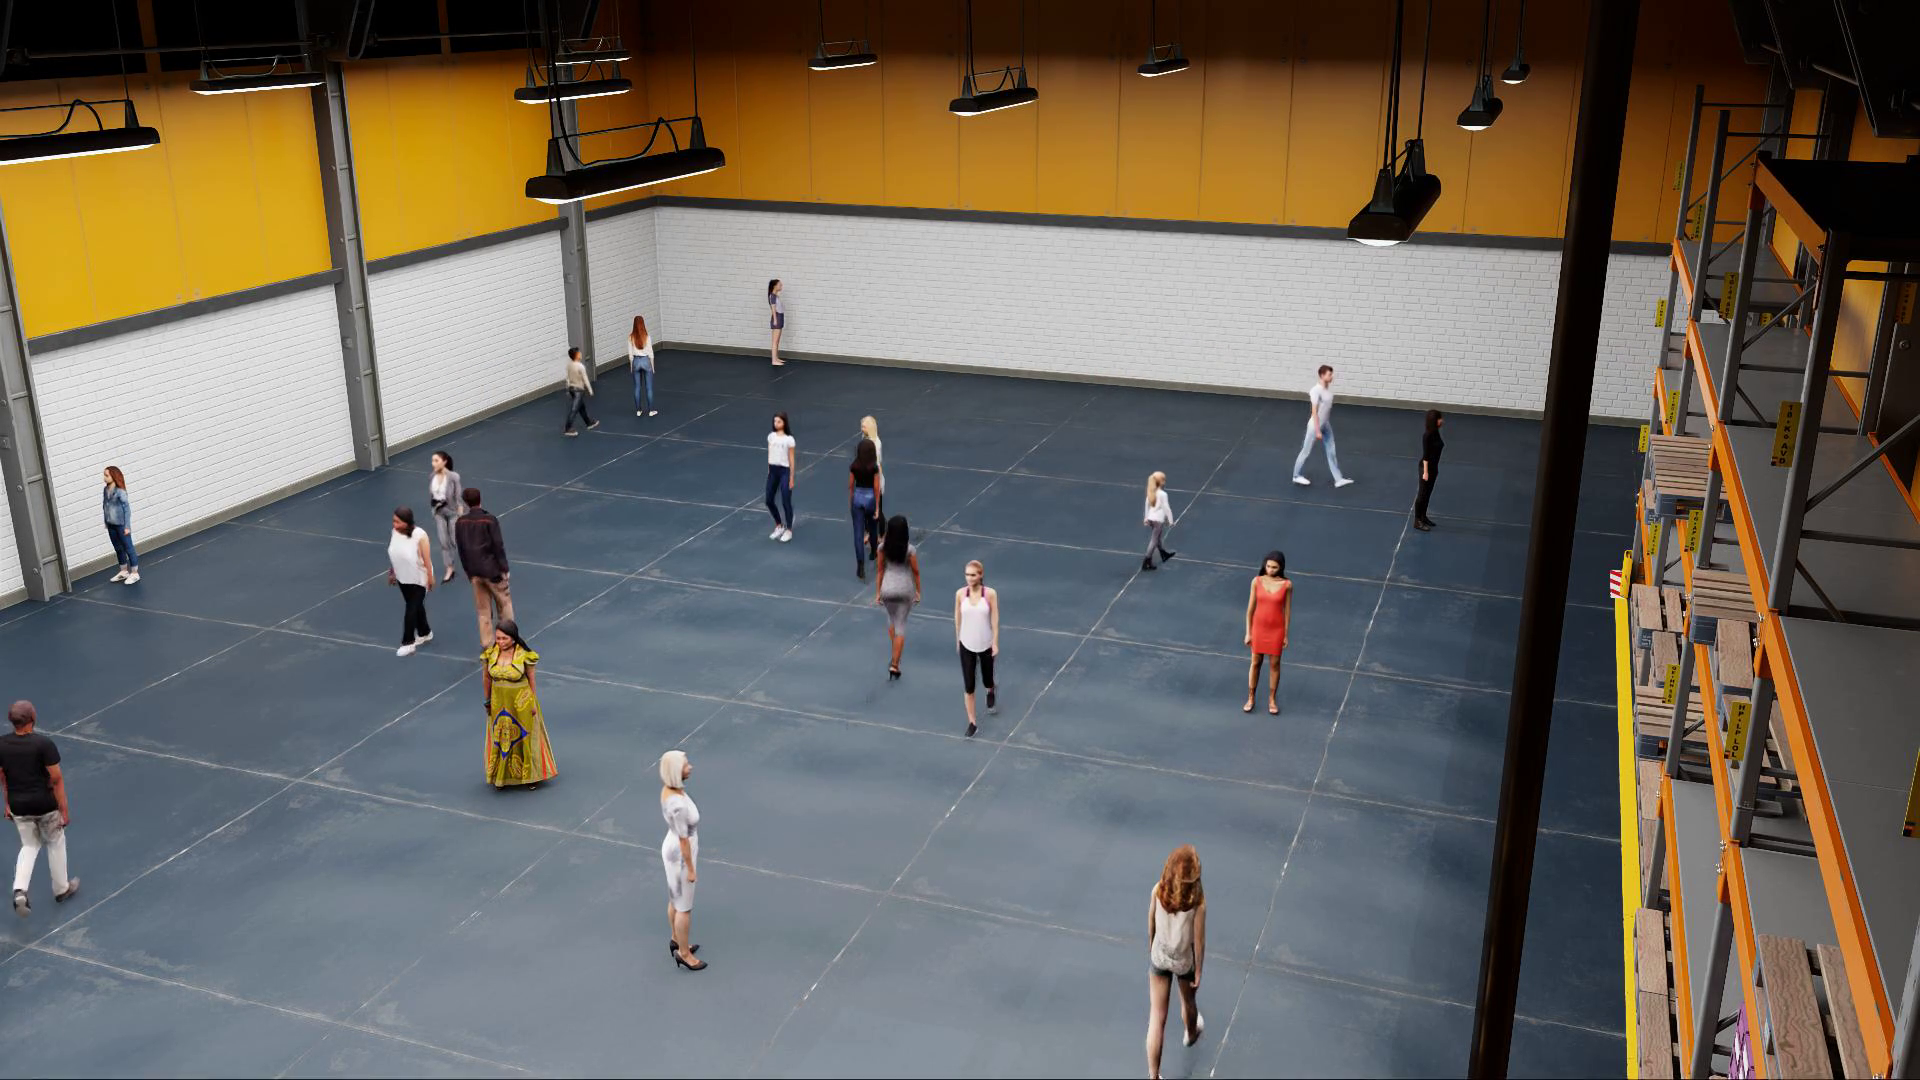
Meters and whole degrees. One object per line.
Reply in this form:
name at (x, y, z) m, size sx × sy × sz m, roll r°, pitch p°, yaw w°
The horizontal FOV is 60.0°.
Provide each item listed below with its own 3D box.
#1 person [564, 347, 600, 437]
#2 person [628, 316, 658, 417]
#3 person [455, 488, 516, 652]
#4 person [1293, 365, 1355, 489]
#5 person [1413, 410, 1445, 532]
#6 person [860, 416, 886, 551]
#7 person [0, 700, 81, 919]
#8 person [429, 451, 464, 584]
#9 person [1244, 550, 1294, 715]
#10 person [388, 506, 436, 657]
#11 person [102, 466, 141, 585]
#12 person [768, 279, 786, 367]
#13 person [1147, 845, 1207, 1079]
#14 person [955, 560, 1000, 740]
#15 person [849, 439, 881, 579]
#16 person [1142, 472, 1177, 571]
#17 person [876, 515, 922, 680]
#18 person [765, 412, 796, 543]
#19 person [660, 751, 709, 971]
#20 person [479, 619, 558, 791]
person at (-6.301, -2.391, 27.110) m, size 0.774 × 1.428 × 1.075 m, roll 15°, pitch 24°, yaw 37°
person at (-5.423, -2.974, 28.368) m, size 0.630 × 1.728 × 0.601 m, roll 1°, pitch 19°, yaw 3°
person at (-5.208, 0.401, 18.109) m, size 0.921 × 1.880 × 1.065 m, roll 2°, pitch 19°, yaw 7°
person at (5.154, -1.637, 24.291) m, size 1.029 × 1.797 × 1.203 m, roll 16°, pitch 24°, yaw 38°
person at (6.343, -0.968, 22.550) m, size 0.680 × 1.640 × 0.522 m, roll 13°, pitch 22°, yaw 33°
person at (-1.055, -0.749, 21.640) m, size 0.776 × 1.807 × 0.730 m, roll -13°, pitch 22°, yaw -33°
person at (-7.318, 2.139, 13.087) m, size 0.888 × 1.791 × 1.075 m, roll 0°, pitch 19°, yaw -1°
person at (-6.270, -0.302, 20.543) m, size 0.618 × 1.659 × 0.816 m, roll 6°, pitch 20°, yaw 18°
person at (3.118, 0.915, 16.832) m, size 0.618 × 1.722 × 0.564 m, roll 4°, pitch 19°, yaw 11°
person at (-6.023, 0.400, 18.452) m, size 0.783 × 1.663 × 0.926 m, roll 12°, pitch 22°, yaw 31°
person at (-10.376, -0.200, 20.525) m, size 0.568 × 1.477 × 0.512 m, roll 8°, pitch 20°, yaw 22°
person at (-3.573, -4.227, 32.210) m, size 0.717 × 1.652 × 0.571 m, roll 0°, pitch 19°, yaw 0°
person at (1.379, 2.881, 11.006) m, size 0.638 × 1.713 × 1.139 m, roll 8°, pitch 20°, yaw 23°
person at (0.198, 1.031, 16.411) m, size 0.691 × 1.769 × 1.037 m, roll 5°, pitch 19°, yaw 13°
person at (-1.190, -0.345, 20.648) m, size 0.761 × 1.673 × 1.242 m, roll 2°, pitch 19°, yaw 6°
person at (2.423, -0.222, 20.936) m, size 0.892 × 1.257 × 0.788 m, roll -11°, pitch 21°, yaw -29°
person at (-0.691, 0.635, 17.615) m, size 0.659 × 1.753 × 0.940 m, roll 5°, pitch 19°, yaw 13°
person at (-2.316, -0.852, 22.016) m, size 0.641 × 1.761 × 0.627 m, roll 10°, pitch 21°, yaw 26°
person at (-2.095, 2.378, 12.439) m, size 0.697 × 1.752 × 0.625 m, roll -7°, pitch 20°, yaw -20°
person at (-4.091, 1.493, 15.211) m, size 0.969 × 1.659 × 0.943 m, roll -1°, pitch 19°, yaw -2°
